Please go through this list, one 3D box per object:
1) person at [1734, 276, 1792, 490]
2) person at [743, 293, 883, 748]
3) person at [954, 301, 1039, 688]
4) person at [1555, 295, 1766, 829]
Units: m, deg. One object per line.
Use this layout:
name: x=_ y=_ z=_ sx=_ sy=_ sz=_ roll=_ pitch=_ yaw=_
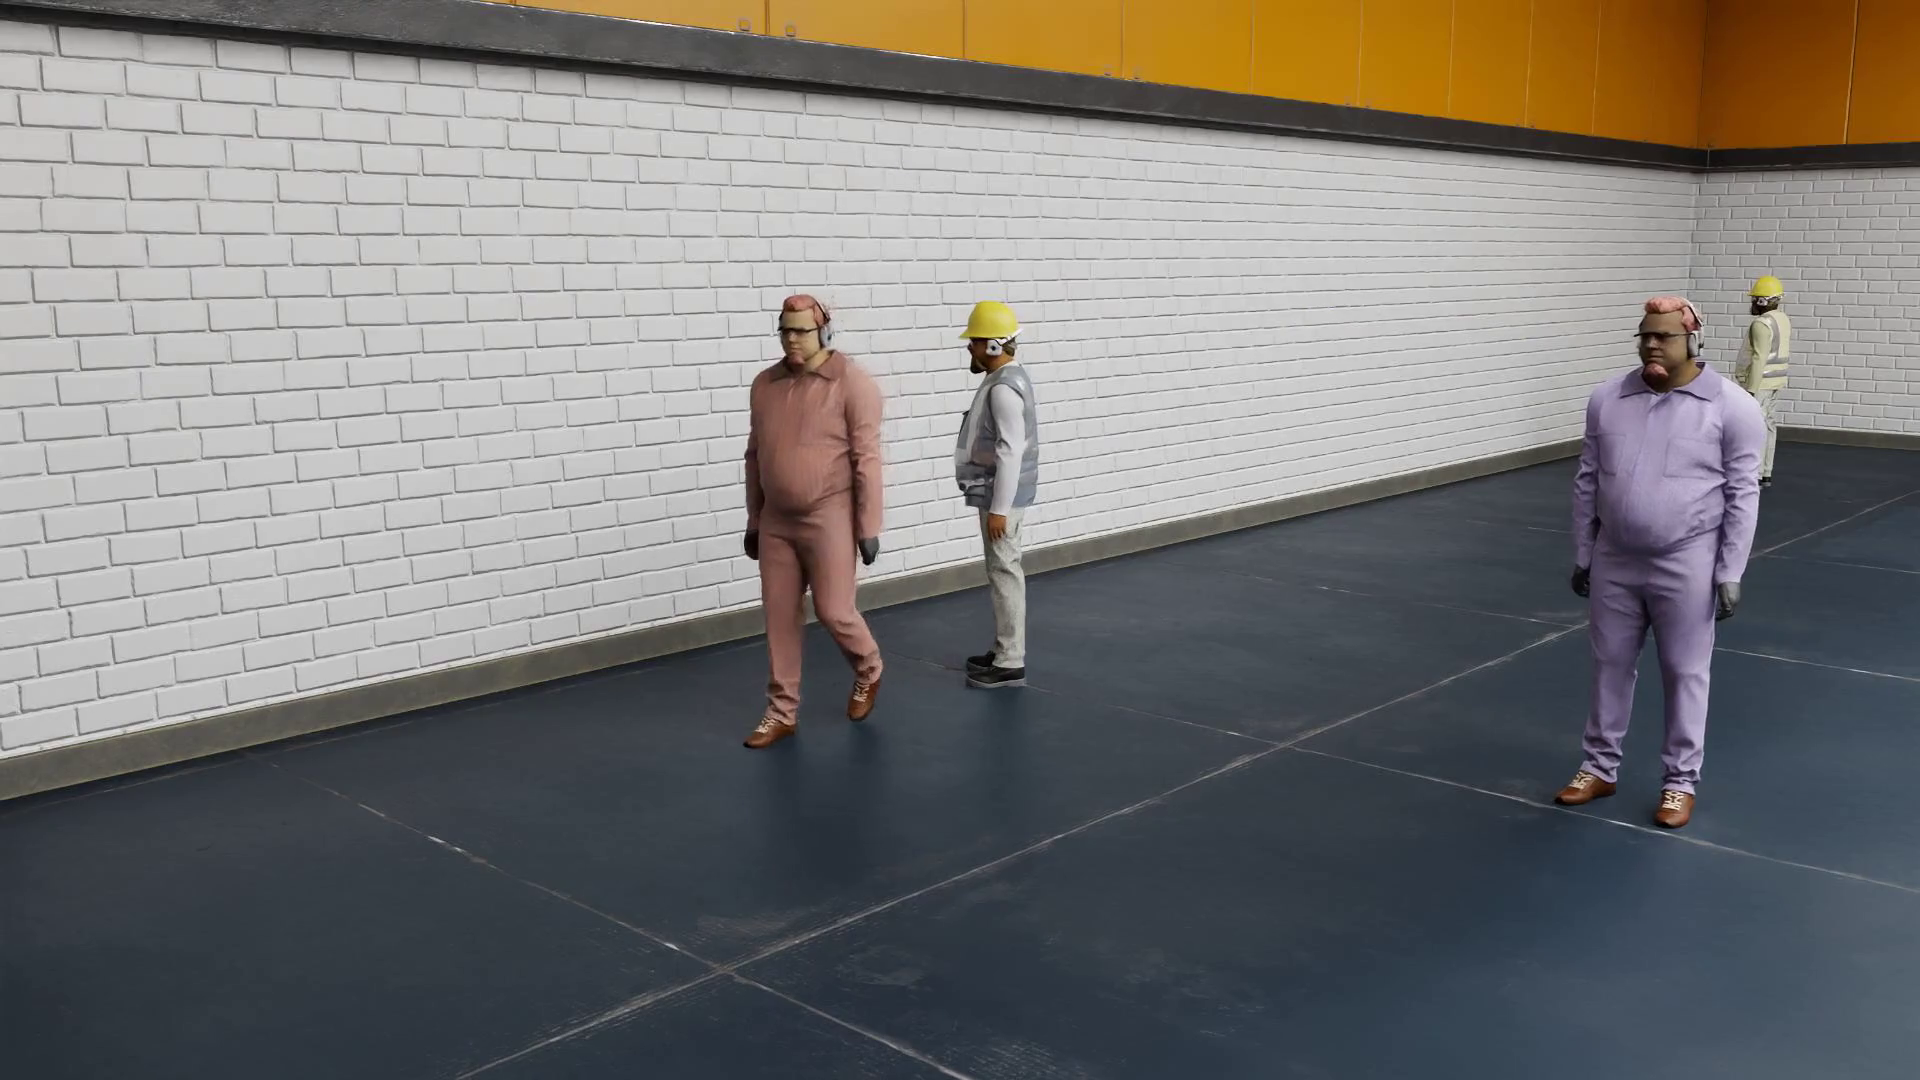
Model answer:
person: x=6.912 y=-1.355 z=14.374 sx=0.404 sy=1.836 sz=0.600 roll=9 pitch=14 yaw=43
person: x=-0.630 y=-0.091 z=7.033 sx=0.653 sy=1.893 sz=0.695 roll=6 pitch=11 yaw=30
person: x=0.173 y=-0.216 z=7.910 sx=0.404 sy=1.827 sz=0.600 roll=0 pitch=10 yaw=2
person: x=2.508 y=0.079 z=6.015 sx=0.399 sy=1.908 sz=0.643 roll=-10 pitch=14 yaw=-44
